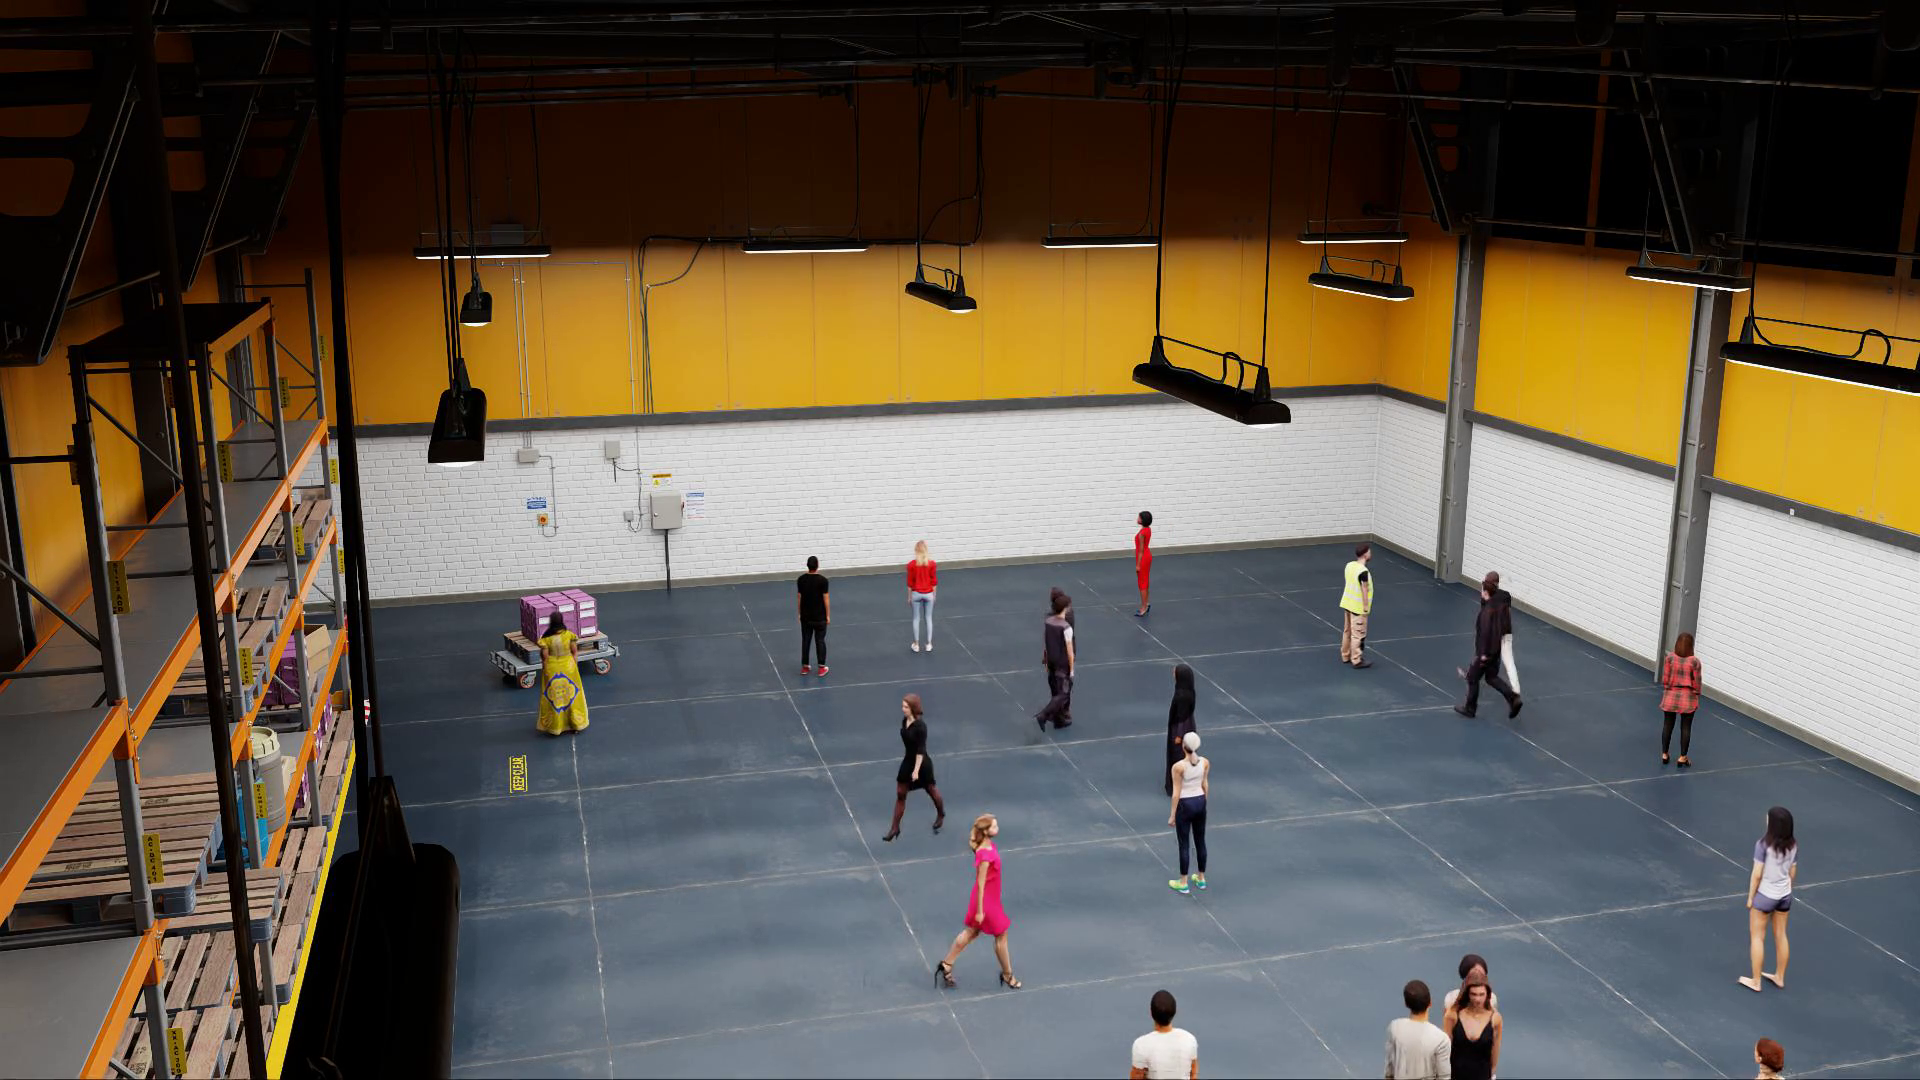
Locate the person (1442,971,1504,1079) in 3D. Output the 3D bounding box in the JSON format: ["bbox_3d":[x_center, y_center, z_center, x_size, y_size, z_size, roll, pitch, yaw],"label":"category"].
[{"bbox_3d":[3.763,3.955,12.380,0.917,1.679,1.101,4,14,16],"label":"person"}]

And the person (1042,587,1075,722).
[{"bbox_3d":[1.308,1.507,22.158,0.783,1.836,0.780,11,18,39],"label":"person"}]

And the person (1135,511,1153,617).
[{"bbox_3d":[2.987,0.369,27.056,0.707,1.742,0.593,4,14,17],"label":"person"}]

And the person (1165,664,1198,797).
[{"bbox_3d":[2.635,2.230,19.643,0.774,1.615,0.685,4,14,16],"label":"person"}]

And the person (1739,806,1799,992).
[{"bbox_3d":[7.400,3.256,15.158,0.573,1.729,0.499,-3,14,-14],"label":"person"}]

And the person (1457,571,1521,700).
[{"bbox_3d":[7.443,1.388,22.934,0.727,1.702,1.343,-4,14,-16],"label":"person"}]

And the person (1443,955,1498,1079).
[{"bbox_3d":[3.782,3.915,12.420,0.596,1.737,0.552,-2,14,-7],"label":"person"}]

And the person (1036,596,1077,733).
[{"bbox_3d":[1.231,1.645,21.602,0.949,1.828,1.015,-11,17,-38],"label":"person"}]

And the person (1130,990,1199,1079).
[{"bbox_3d":[1.462,4.056,11.717,0.655,1.794,0.626,-4,14,-14],"label":"person"}]

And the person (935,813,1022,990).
[{"bbox_3d":[0.132,3.296,15.088,0.820,1.686,1.018,0,14,0],"label":"person"}]

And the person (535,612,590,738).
[{"bbox_3d":[-5.201,1.727,21.624,0.888,1.660,0.817,-6,15,-22],"label":"person"}]

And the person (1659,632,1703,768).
[{"bbox_3d":[8.906,1.961,20.563,0.663,1.703,0.762,12,18,41],"label":"person"}]

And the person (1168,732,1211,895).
[{"bbox_3d":[2.379,2.795,17.124,0.630,1.702,0.578,-6,15,-23],"label":"person"}]

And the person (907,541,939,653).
[{"bbox_3d":[-0.573,0.846,25.170,0.626,1.702,0.533,-2,14,-9],"label":"person"}]

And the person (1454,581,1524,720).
[{"bbox_3d":[7.085,1.502,22.072,1.035,1.886,1.237,-13,19,-42],"label":"person"}]

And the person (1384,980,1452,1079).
[{"bbox_3d":[3.231,4.034,11.847,0.900,1.777,0.821,-10,17,-36],"label":"person"}]

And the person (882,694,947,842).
[{"bbox_3d":[-0.399,2.513,18.406,0.948,1.646,1.114,-10,17,-37],"label":"person"}]

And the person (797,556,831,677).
[{"bbox_3d":[-2.119,1.090,24.048,0.697,1.756,0.692,3,14,12],"label":"person"}]

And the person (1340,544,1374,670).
[{"bbox_3d":[5.844,0.957,24.417,0.737,1.842,0.608,-4,14,-15],"label":"person"}]
